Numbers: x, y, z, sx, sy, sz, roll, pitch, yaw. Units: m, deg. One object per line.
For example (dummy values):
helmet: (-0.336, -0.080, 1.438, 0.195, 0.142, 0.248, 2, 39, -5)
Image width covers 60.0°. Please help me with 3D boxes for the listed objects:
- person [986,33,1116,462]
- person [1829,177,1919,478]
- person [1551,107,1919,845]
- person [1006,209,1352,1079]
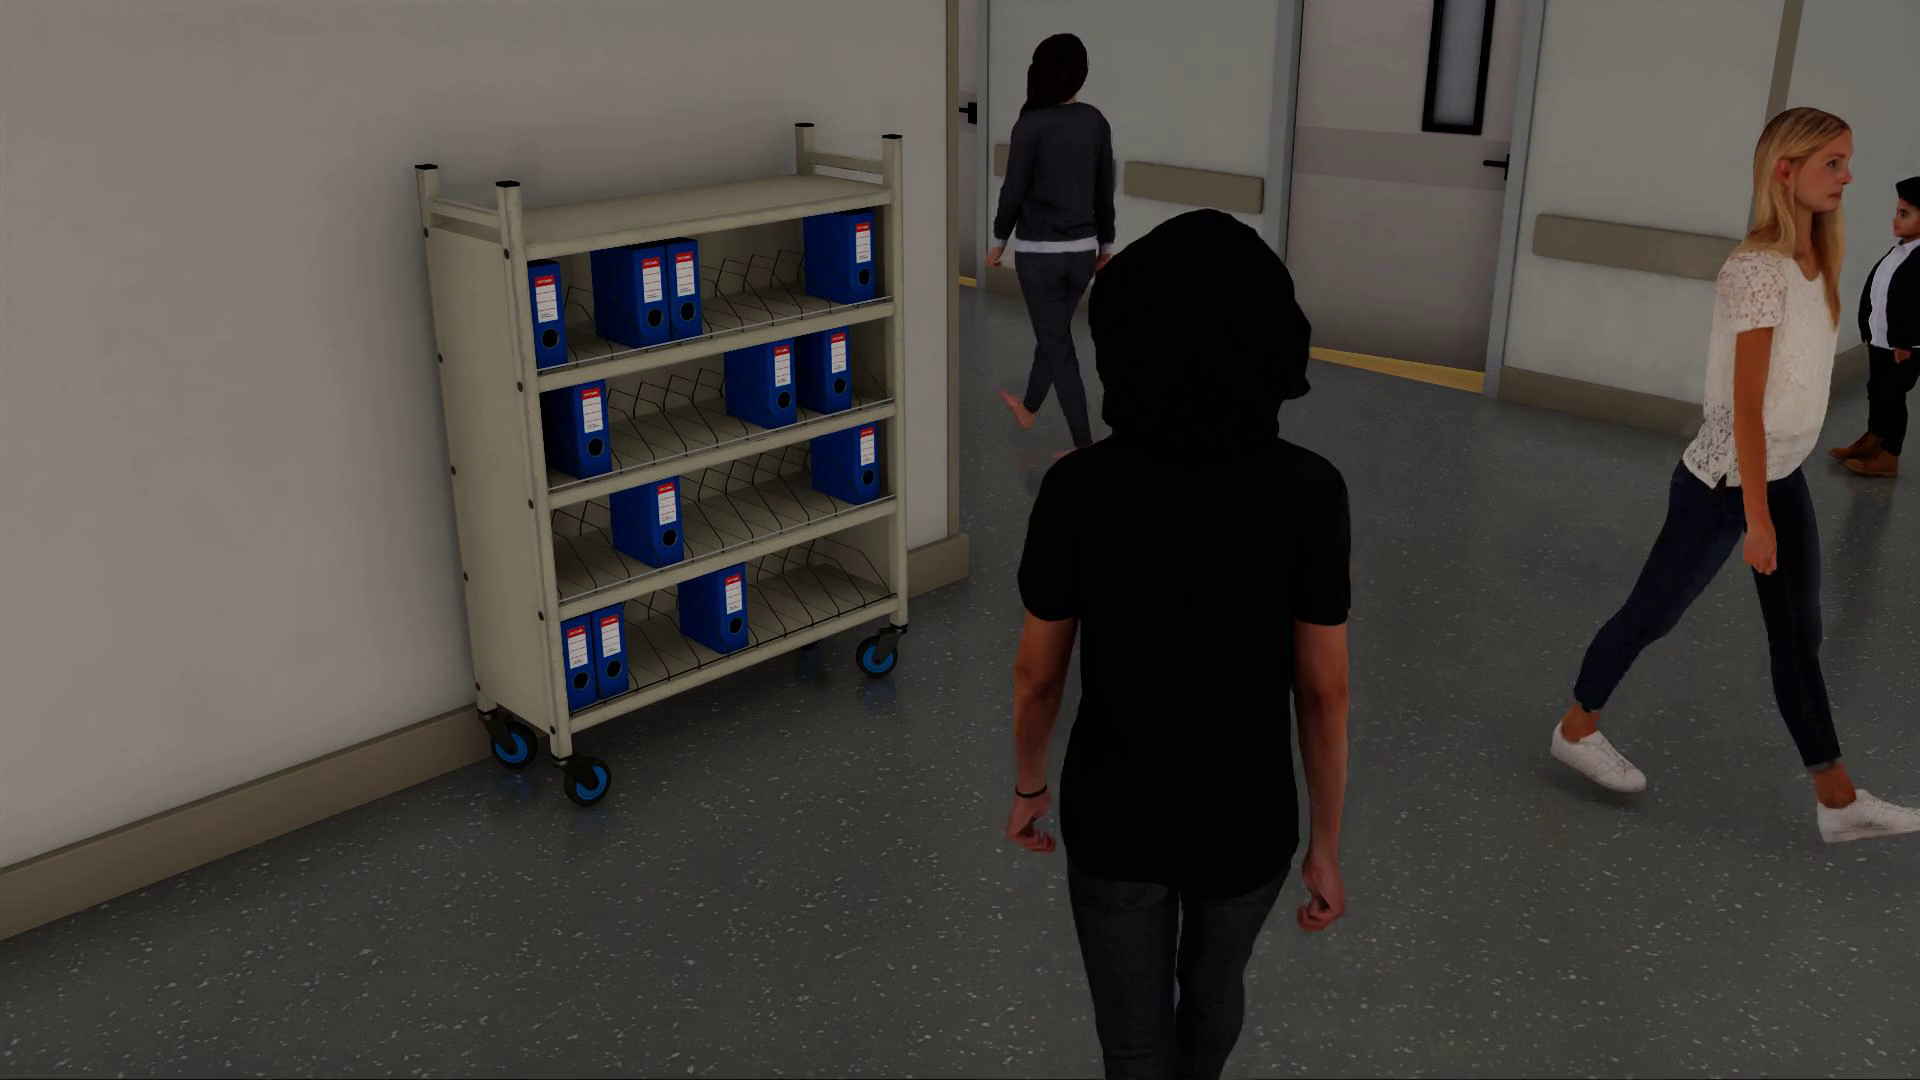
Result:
person: (0.446, -1.125, 6.788, 1.026, 1.724, 0.797, -14, 25, -32)
person: (3.864, -0.873, 6.830, 0.637, 1.223, 0.571, 1, 21, 3)
person: (1.809, -0.121, 4.079, 1.078, 1.764, 0.694, -19, 28, -41)
person: (0.328, 0.456, 2.475, 1.065, 1.808, 1.134, 1, 21, 2)
